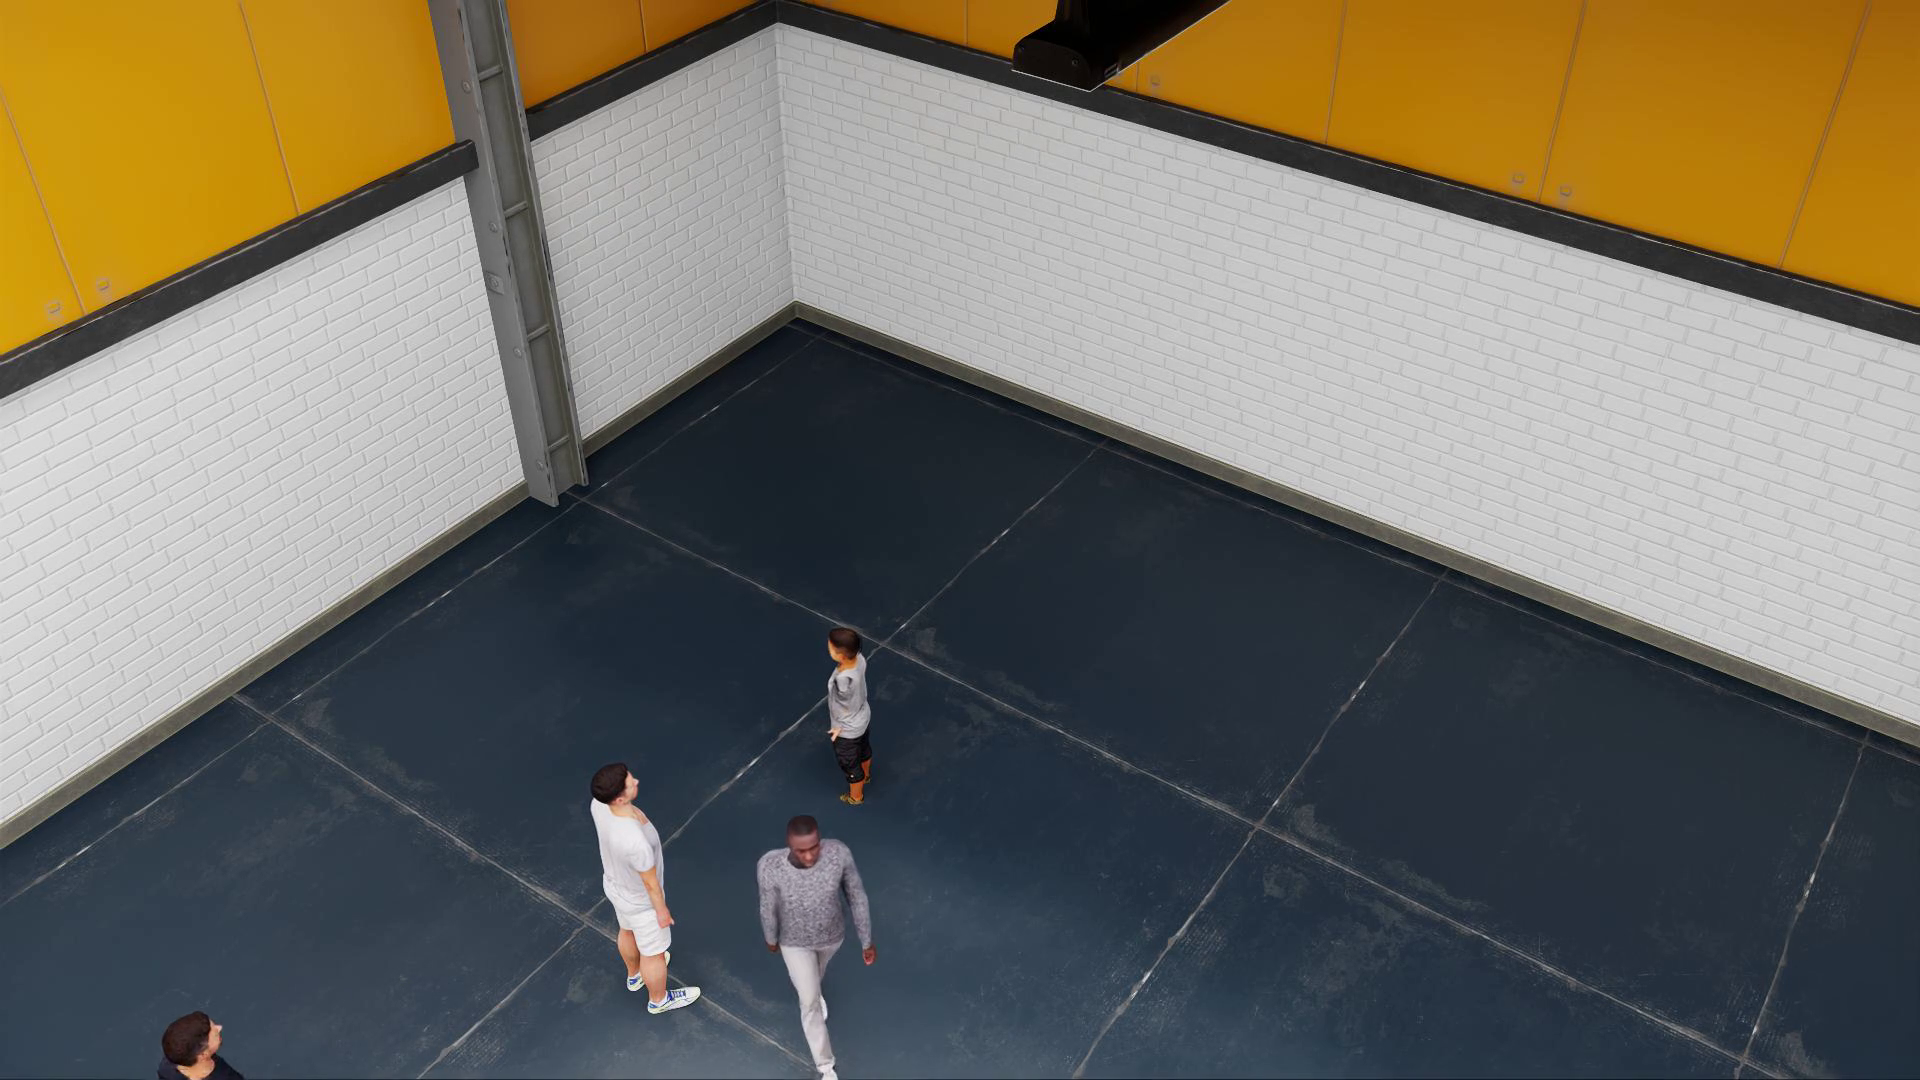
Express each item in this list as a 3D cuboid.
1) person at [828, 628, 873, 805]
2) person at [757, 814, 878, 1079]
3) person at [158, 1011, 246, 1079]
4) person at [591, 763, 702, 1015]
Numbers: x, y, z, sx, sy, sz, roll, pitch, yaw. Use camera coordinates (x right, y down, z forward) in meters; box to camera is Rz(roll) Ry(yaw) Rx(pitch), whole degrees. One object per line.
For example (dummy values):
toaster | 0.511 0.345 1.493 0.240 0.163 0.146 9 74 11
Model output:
person | -0.687 1.057 10.389 0.700 1.456 0.554 9 40 11
person | -0.807 2.029 8.901 1.216 1.794 1.166 -14 41 -17
person | -3.468 2.878 7.796 0.684 1.846 1.136 21 43 24
person | -1.770 1.885 9.032 0.676 1.855 0.738 -27 46 -29
